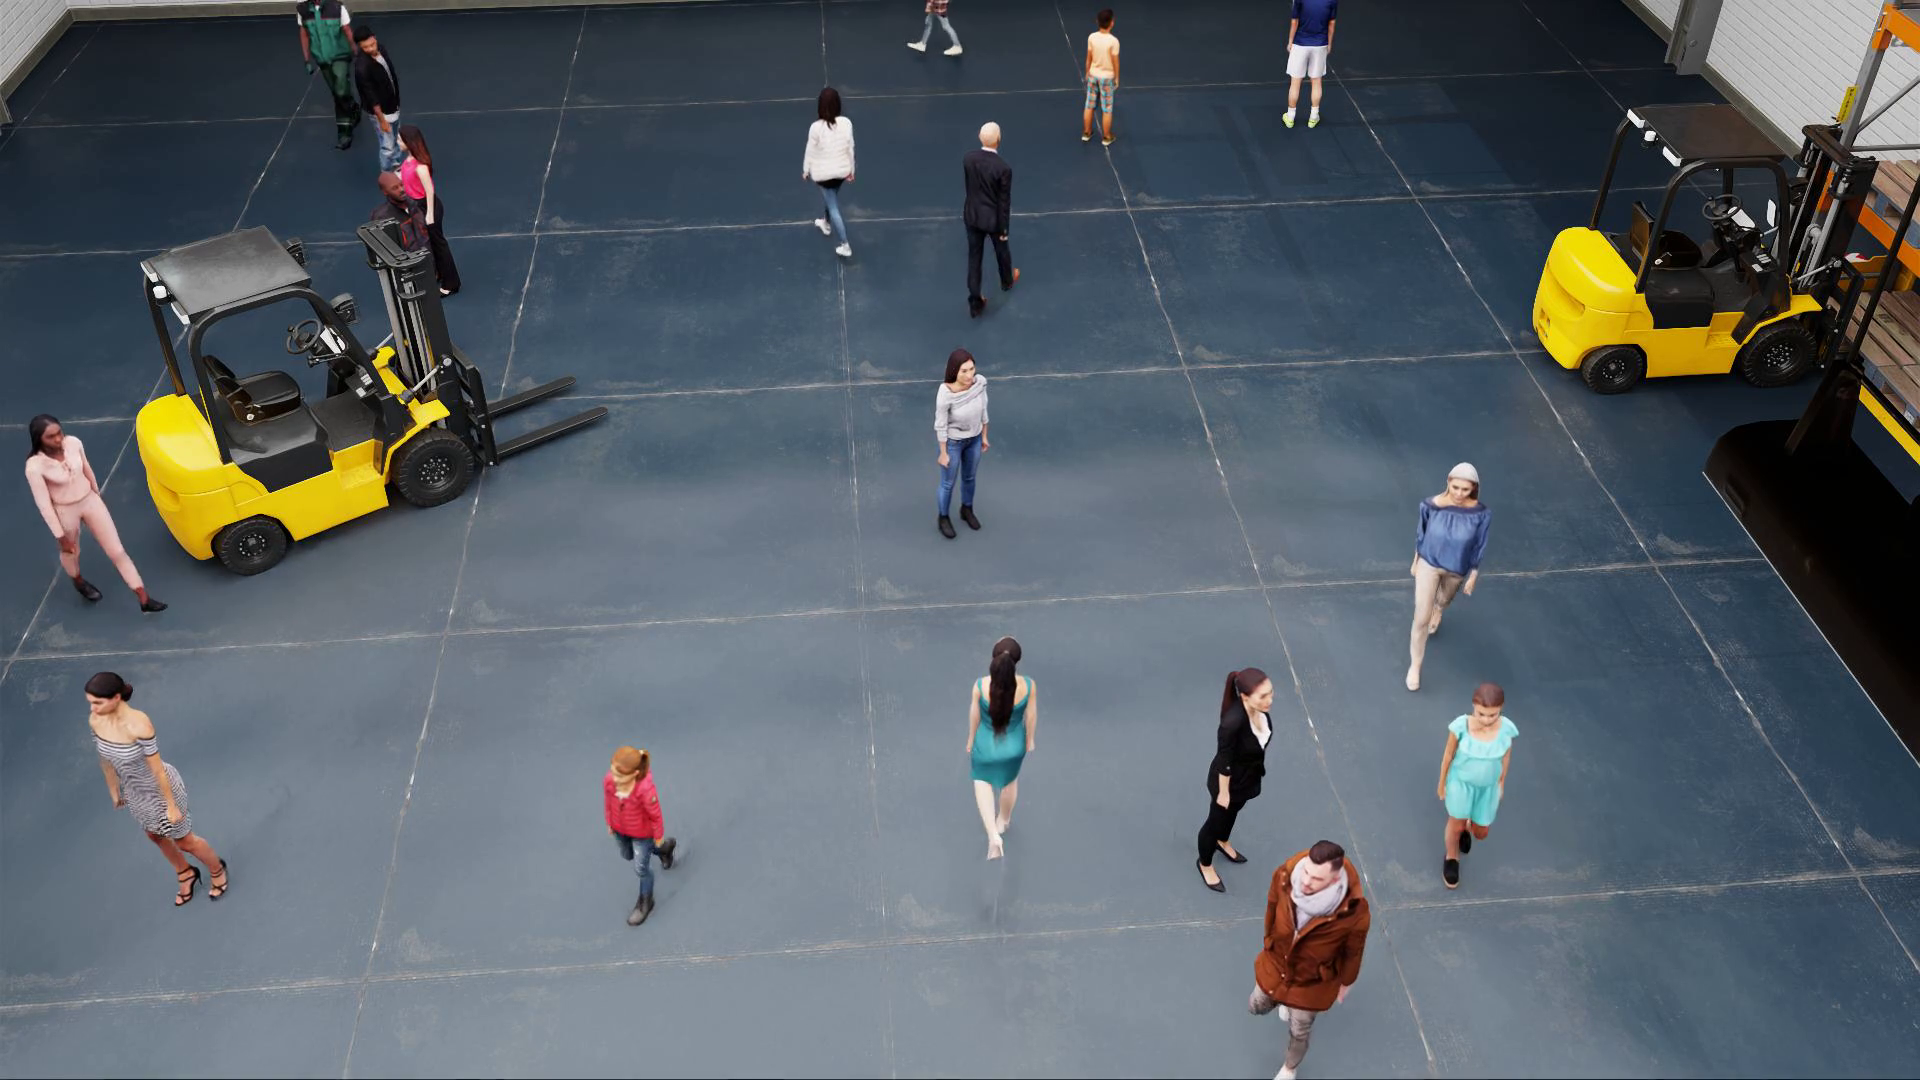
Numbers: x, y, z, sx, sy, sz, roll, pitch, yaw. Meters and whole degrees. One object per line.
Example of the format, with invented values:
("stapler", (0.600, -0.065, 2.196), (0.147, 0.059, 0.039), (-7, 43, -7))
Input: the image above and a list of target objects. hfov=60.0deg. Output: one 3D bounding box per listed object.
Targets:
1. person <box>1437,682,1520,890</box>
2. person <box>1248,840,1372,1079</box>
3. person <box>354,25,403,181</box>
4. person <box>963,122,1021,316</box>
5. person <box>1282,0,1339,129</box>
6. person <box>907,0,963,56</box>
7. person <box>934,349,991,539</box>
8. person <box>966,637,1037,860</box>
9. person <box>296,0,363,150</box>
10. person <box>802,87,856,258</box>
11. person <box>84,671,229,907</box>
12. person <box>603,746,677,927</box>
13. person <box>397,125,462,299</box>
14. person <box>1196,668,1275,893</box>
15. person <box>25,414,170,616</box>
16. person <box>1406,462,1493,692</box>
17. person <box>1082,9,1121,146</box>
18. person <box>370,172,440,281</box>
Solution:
("person", (3.011, 1.374, 9.801), (0.647, 1.544, 0.740), (4, 39, 6))
("person", (1.804, 2.153, 8.602), (0.984, 1.822, 1.052), (25, 45, 28))
("person", (-5.877, -4.437, 16.896), (0.945, 1.771, 0.633), (-5, 39, -6))
("person", (0.192, -2.831, 14.888), (0.983, 1.766, 1.149), (16, 41, 19))
("person", (3.794, -5.370, 18.015), (0.666, 1.832, 0.599), (2, 39, 3))
("person", (-0.189, -6.351, 19.691), (0.663, 1.274, 0.853), (2, 39, 2))
("person", (-0.003, -0.737, 12.375), (0.675, 1.630, 0.684), (-24, 45, -27))
("person", (0.238, 1.268, 9.833), (0.561, 1.670, 0.735), (-2, 39, -3))
("person", (-6.684, -5.152, 17.782), (0.781, 1.781, 1.228), (1, 39, 1))
("person", (-1.202, -3.467, 15.817), (0.954, 1.601, 1.150), (-23, 44, -26))
("person", (-4.571, 1.428, 9.514), (0.700, 1.817, 0.688), (12, 40, 15))
("person", (-1.850, 1.633, 9.669), (0.747, 1.303, 0.860), (19, 42, 22))
("person", (-4.884, -3.018, 15.208), (0.713, 1.660, 0.579), (-18, 42, -21))
("person", (1.608, 1.365, 9.720), (0.749, 1.660, 0.678), (25, 45, 28))
("person", (-6.242, -0.184, 11.651), (1.129, 1.669, 1.186), (18, 42, 21))
("person", (3.273, 0.151, 11.236), (0.898, 1.665, 1.189), (10, 40, 13))
("person", (1.517, -4.954, 17.793), (0.611, 1.458, 0.633), (17, 42, 20))
("person", (-4.693, -2.300, 14.176), (0.848, 1.826, 0.707), (13, 40, 16))
